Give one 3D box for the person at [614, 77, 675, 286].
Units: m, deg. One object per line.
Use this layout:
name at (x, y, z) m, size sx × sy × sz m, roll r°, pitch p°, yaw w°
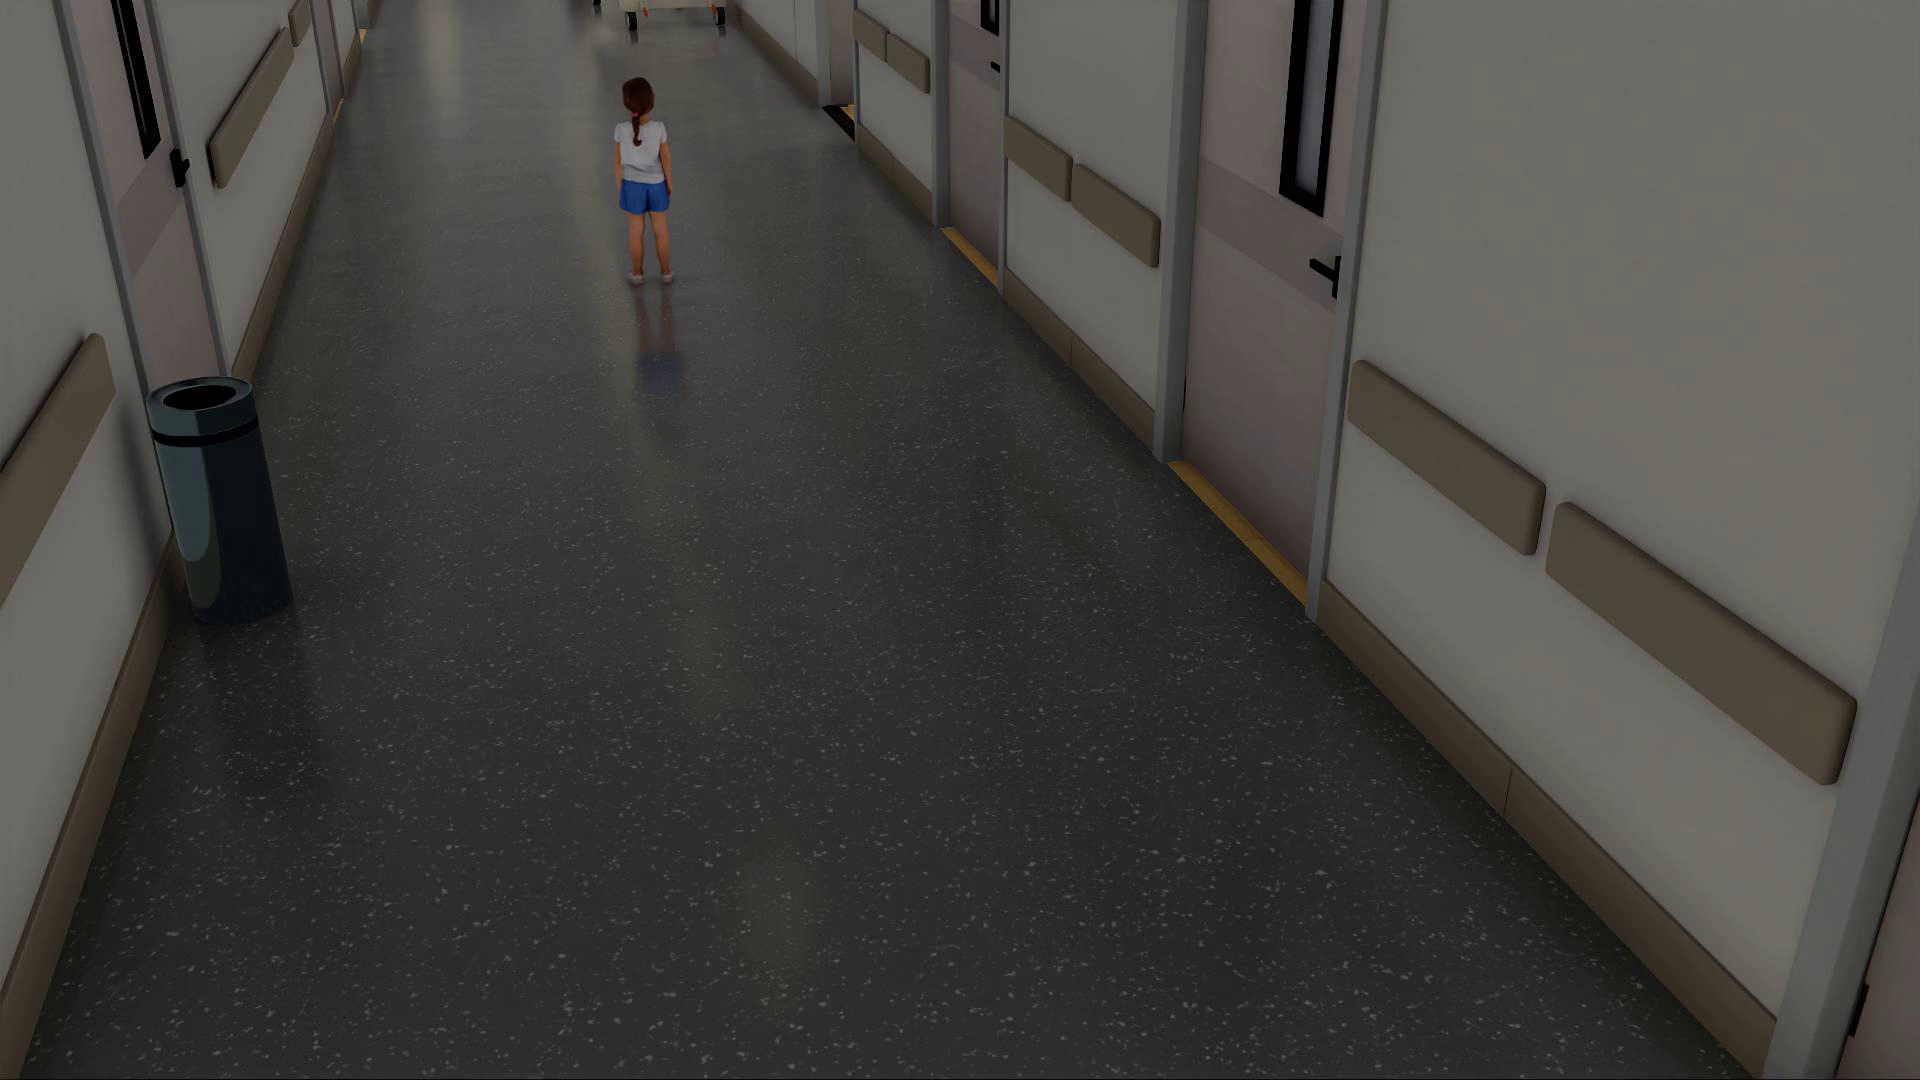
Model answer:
person at (-1.570, -1.774, 8.245) m, size 0.376 × 1.019 × 0.492 m, roll -4°, pitch 26°, yaw -9°
